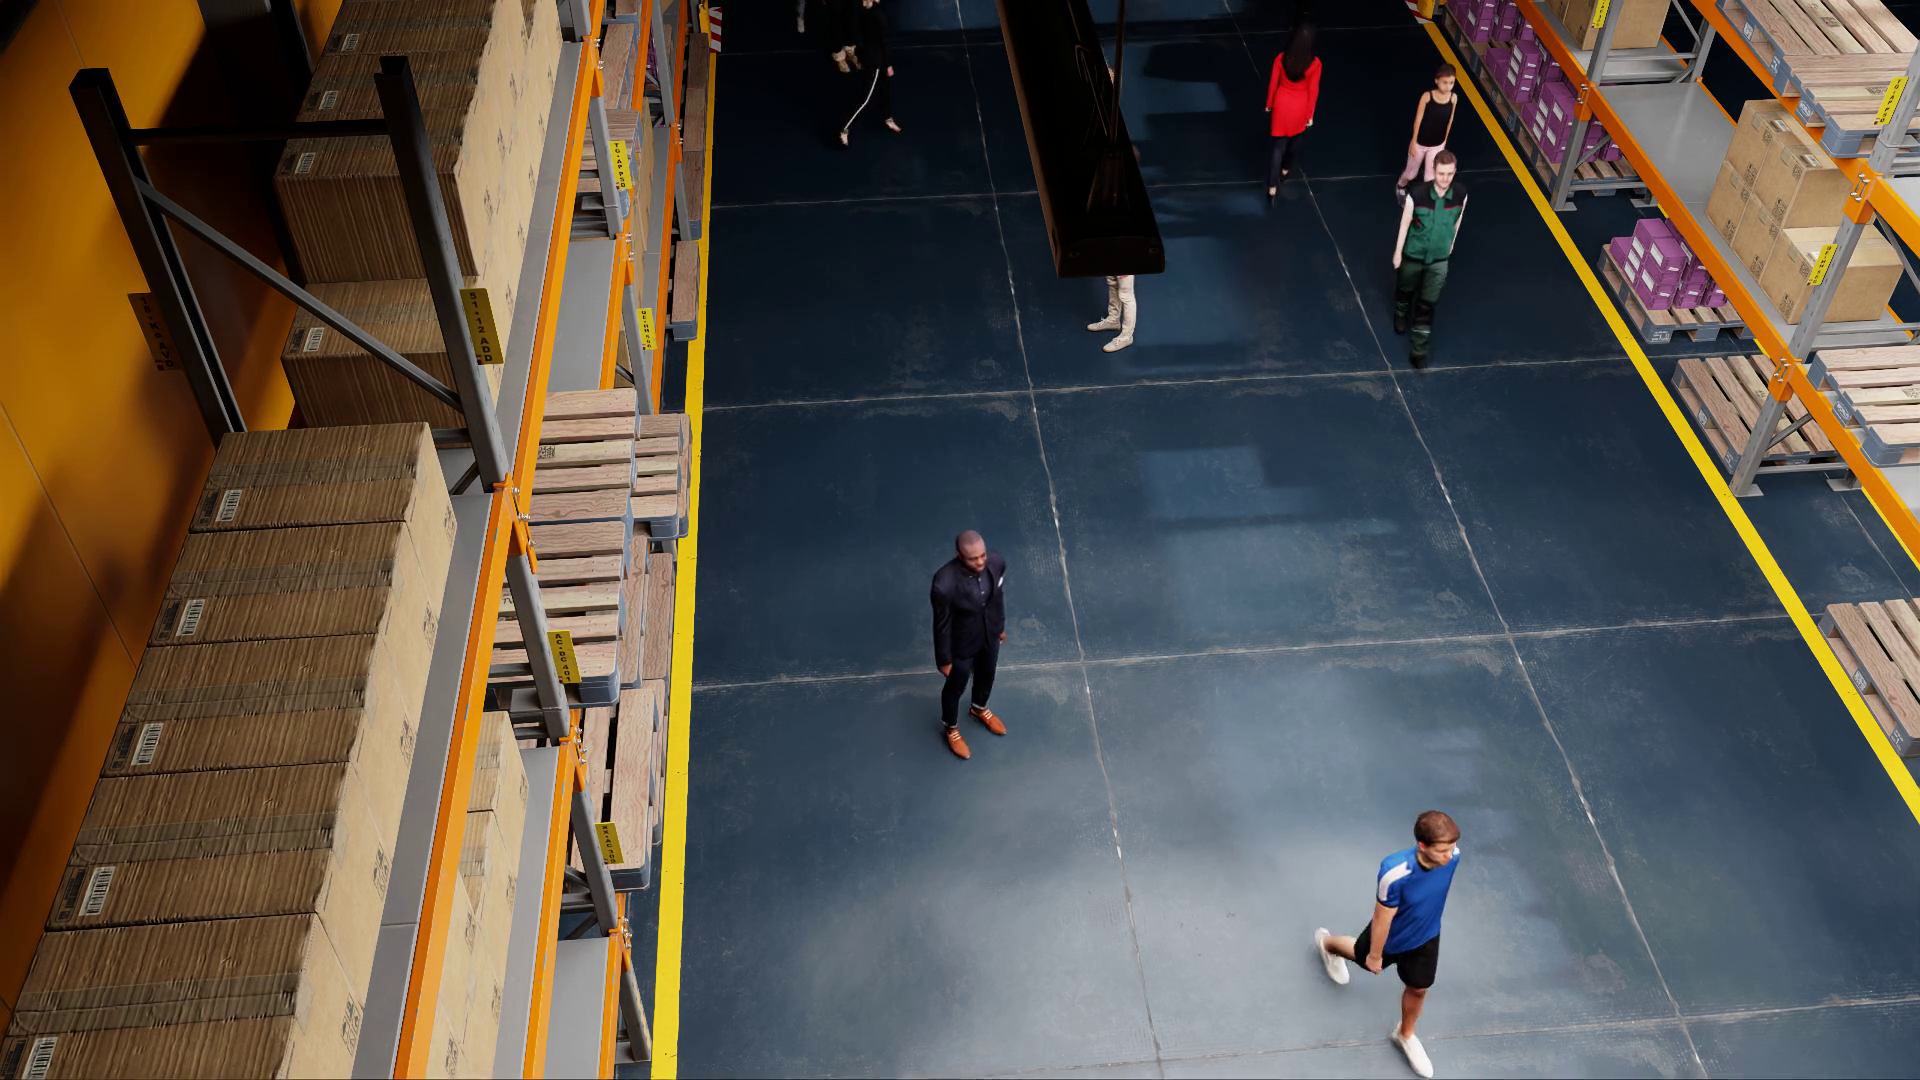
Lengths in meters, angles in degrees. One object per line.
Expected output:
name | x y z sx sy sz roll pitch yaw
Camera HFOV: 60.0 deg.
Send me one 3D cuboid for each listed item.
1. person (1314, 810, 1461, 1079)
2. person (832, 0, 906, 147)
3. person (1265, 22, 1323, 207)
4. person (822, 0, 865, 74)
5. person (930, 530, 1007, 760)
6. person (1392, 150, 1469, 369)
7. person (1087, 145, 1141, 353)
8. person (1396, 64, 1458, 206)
person | 2.298 2.013 8.872 0.948 1.830 1.303 -18 46 -18
person | -0.902 -4.494 15.821 0.927 1.666 1.053 -22 48 -21
person | 2.977 -3.831 15.092 0.884 1.712 1.144 12 45 12
person | -1.247 -5.650 17.043 0.757 1.654 0.699 -8 44 -8
person | 0.061 0.595 10.367 0.807 1.821 0.818 -29 51 -27
person | 3.754 -2.359 13.489 0.775 1.792 1.181 2 44 2
person | 1.304 -2.374 13.465 0.753 1.847 0.563 -12 45 -13
person | 4.179 -3.584 14.958 0.588 1.539 1.027 1 44 1
